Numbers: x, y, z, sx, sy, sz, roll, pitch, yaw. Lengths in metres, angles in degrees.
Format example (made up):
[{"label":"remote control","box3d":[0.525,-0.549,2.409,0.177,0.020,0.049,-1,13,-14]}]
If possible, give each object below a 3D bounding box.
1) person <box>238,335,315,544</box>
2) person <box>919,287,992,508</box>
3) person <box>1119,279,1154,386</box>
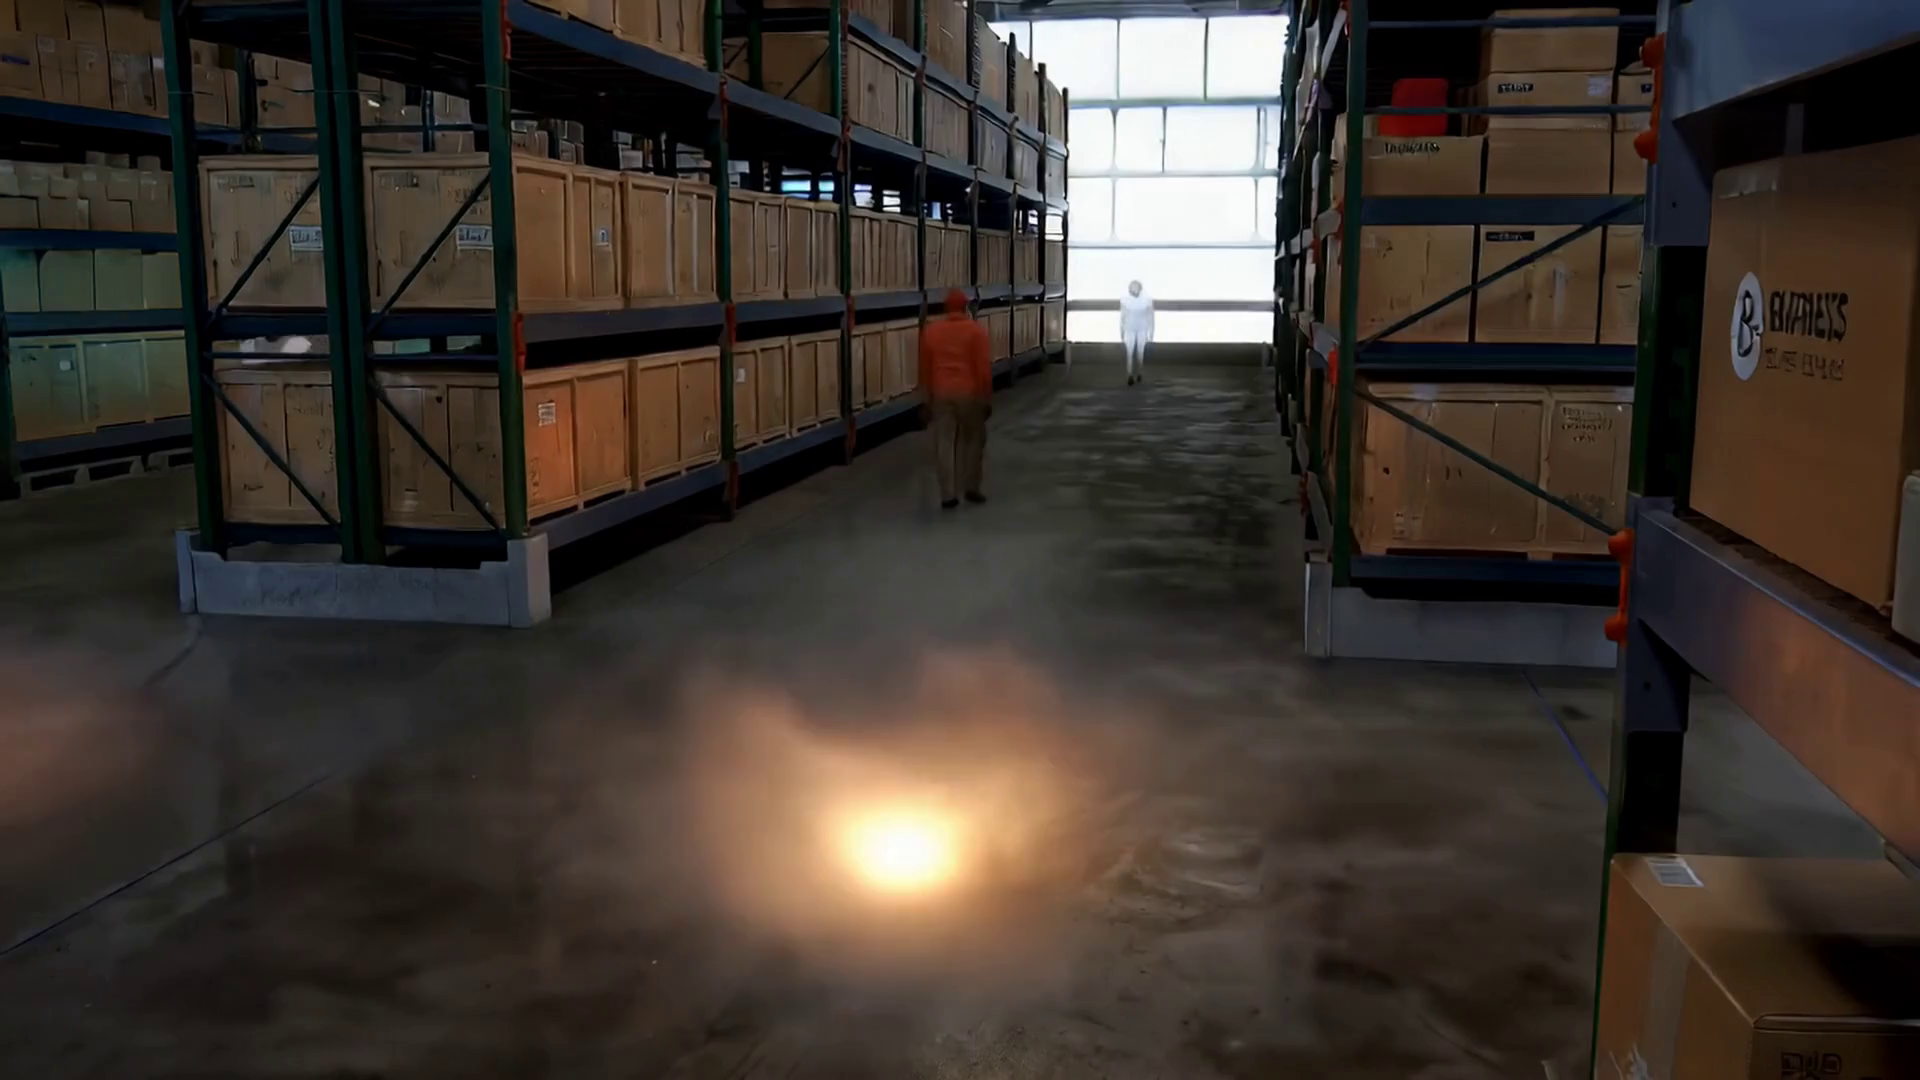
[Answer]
[{"label":"person","box3d":[-5.100,-0.871,12.349,0.602,1.814,0.813,1,9,5]},{"label":"person","box3d":[0.003,-1.233,14.388,0.673,1.887,0.657,3,10,18]},{"label":"person","box3d":[3.163,-3.723,29.837,0.632,1.903,0.970,1,9,7]}]
